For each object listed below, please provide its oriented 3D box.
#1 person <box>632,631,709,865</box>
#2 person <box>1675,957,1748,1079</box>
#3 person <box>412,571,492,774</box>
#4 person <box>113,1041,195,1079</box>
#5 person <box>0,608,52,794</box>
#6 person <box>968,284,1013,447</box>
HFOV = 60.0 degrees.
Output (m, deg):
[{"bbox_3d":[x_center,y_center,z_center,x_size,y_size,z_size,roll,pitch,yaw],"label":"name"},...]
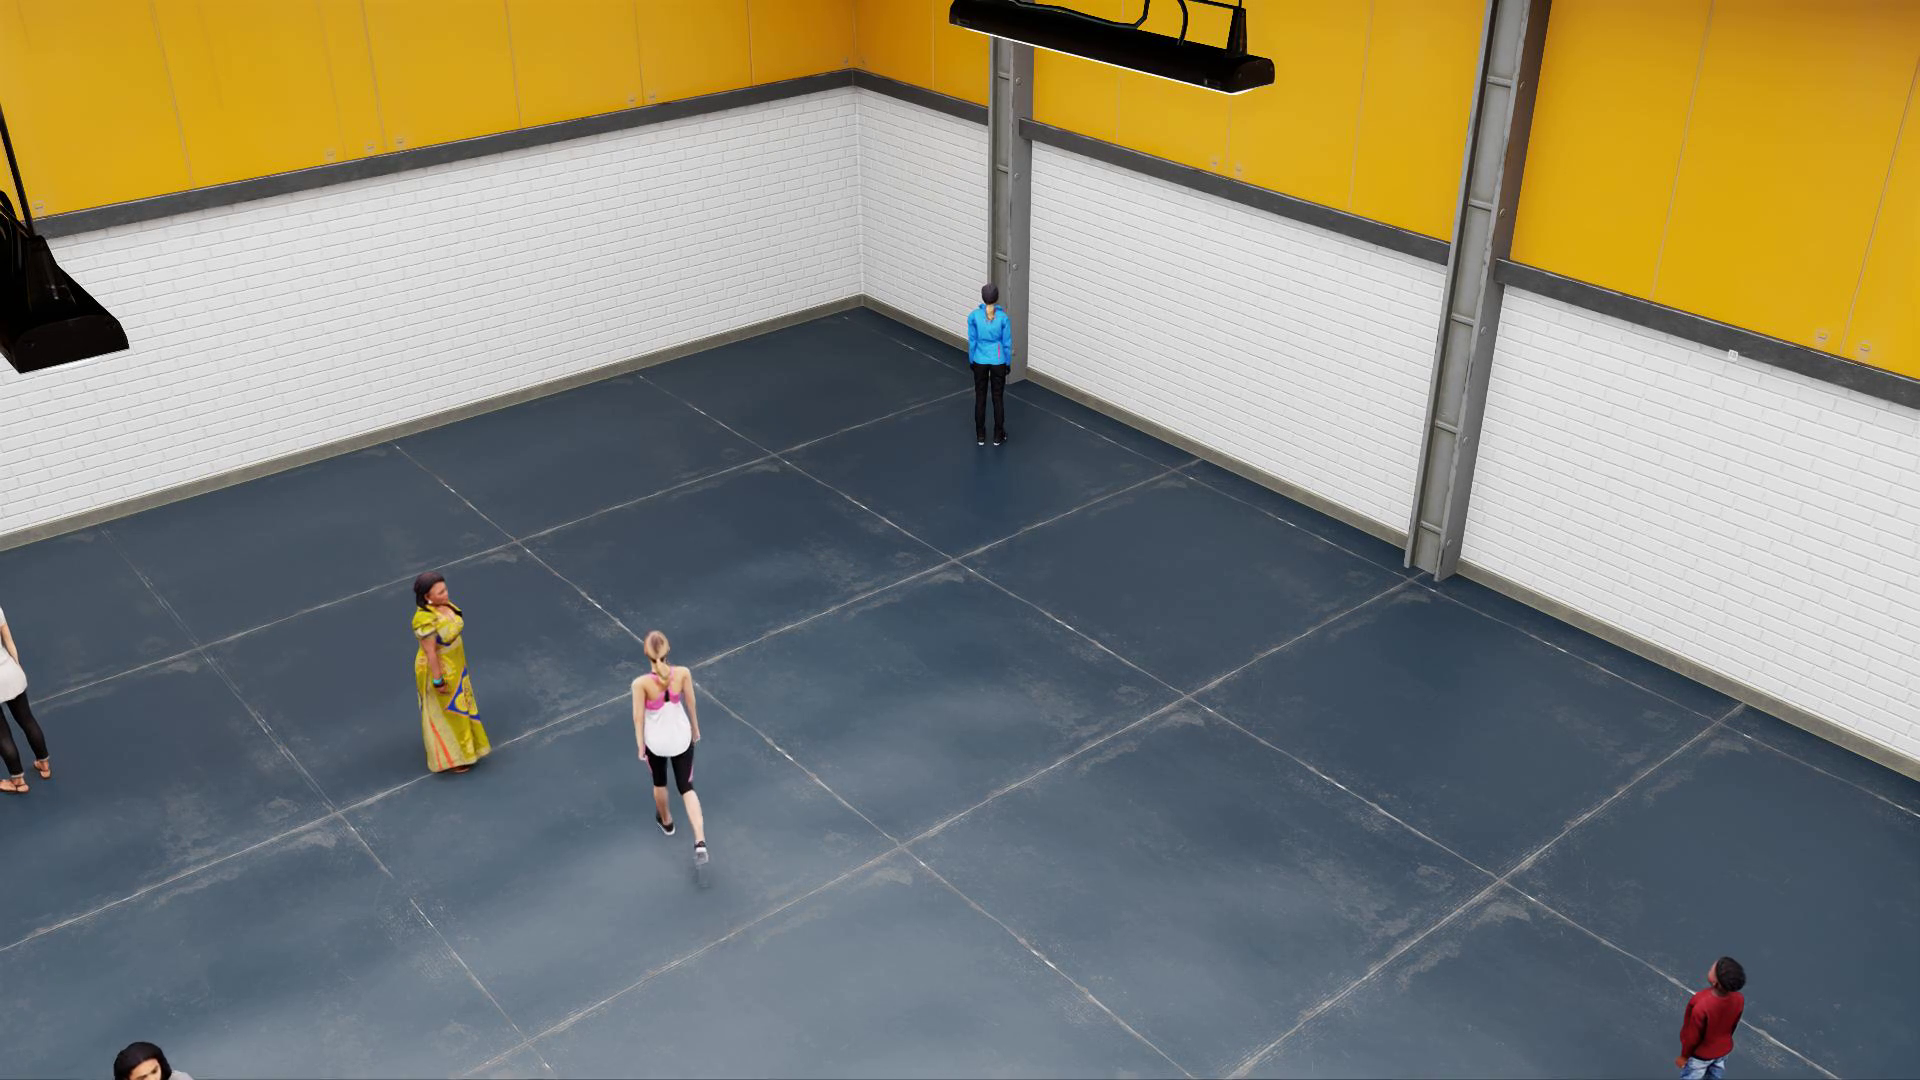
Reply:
[{"bbox_3d":[-1.993,1.463,11.540,0.775,1.764,1.143,-14,32,-24],"label":"person"},{"bbox_3d":[4.260,2.879,9.475,0.563,1.255,0.568,-10,30,-18],"label":"person"},{"bbox_3d":[-3.909,0.965,12.561,1.068,1.660,0.987,0,29,0],"label":"person"},{"bbox_3d":[-4.008,3.195,8.399,1.186,1.731,0.807,19,34,30],"label":"person"},{"bbox_3d":[-7.100,1.046,12.240,0.633,1.824,0.663,16,33,27],"label":"person"},{"bbox_3d":[0.314,-1.857,17.593,0.662,1.796,0.750,6,29,10],"label":"person"}]
